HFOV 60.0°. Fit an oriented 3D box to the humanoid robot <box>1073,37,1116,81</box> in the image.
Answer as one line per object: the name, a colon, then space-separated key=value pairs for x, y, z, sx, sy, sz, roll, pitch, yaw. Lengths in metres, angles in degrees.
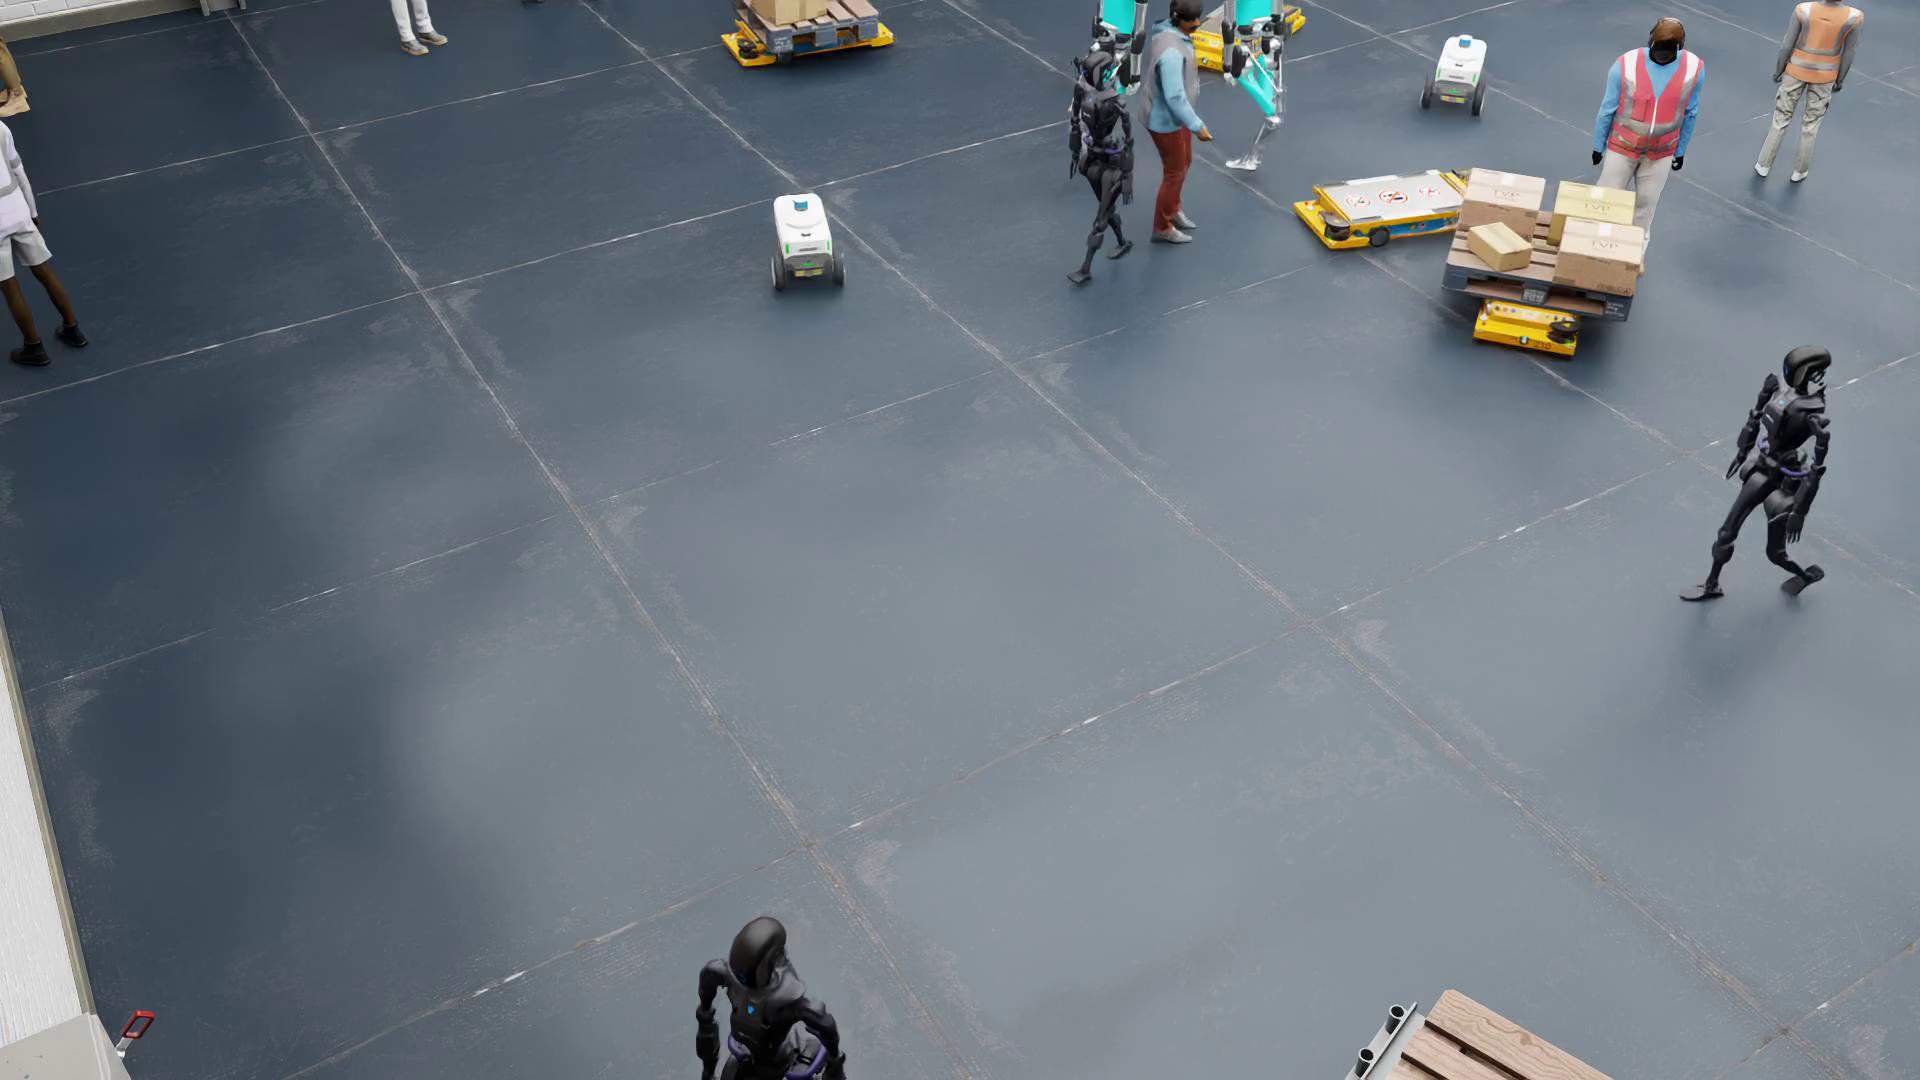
humanoid robot: x=1.236 y=-4.707 z=14.110 sx=0.586 sy=1.639 sz=0.595 roll=-12 pitch=40 yaw=-14

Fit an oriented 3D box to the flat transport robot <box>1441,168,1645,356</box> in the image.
flat transport robot: x=3.984 y=-1.755 z=11.506 sx=0.659 sy=0.231 sz=1.431 roll=13 pitch=40 yaw=16

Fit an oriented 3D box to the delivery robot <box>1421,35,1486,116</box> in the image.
delivery robot: x=4.219 y=-3.963 z=14.051 sx=0.499 sy=0.582 sz=0.773 roll=13 pitch=40 yaw=15

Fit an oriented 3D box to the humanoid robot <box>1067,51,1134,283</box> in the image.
humanoid robot: x=0.980 y=-2.603 z=11.477 sx=0.783 sy=1.614 sz=0.609 roll=-29 pitch=47 yaw=-32

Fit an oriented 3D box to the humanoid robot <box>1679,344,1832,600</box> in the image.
humanoid robot: x=4.304 y=-0.337 z=8.621 sx=0.702 sy=1.629 sz=0.616 roll=-9 pitch=39 yaw=-11

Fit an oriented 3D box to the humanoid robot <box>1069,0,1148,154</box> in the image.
humanoid robot: x=1.036 y=-3.507 z=12.570 sx=0.664 sy=1.834 sz=0.554 roll=-25 pitch=45 yaw=-28

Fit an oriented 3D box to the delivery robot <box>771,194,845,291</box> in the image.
delivery robot: x=-1.106 y=-2.125 z=11.757 sx=0.499 sy=0.612 sz=0.815 roll=-7 pitch=39 yaw=-9

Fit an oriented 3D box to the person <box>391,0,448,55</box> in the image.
person: x=-4.898 y=-5.237 z=14.607 sx=0.390 sy=1.881 sz=0.578 roll=21 pitch=43 yaw=24

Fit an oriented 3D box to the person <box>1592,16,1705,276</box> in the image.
person: x=4.678 y=-2.708 z=11.454 sx=0.634 sy=1.831 sz=0.430 roll=8 pitch=39 yaw=9

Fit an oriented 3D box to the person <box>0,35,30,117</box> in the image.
person: x=-8.061 y=-4.382 z=13.620 sx=0.366 sy=1.762 sz=0.522 roll=-18 pitch=42 yaw=-21

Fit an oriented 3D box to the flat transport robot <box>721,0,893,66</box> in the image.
flat transport robot: x=-1.387 y=-4.590 z=15.084 sx=1.431 sy=0.231 sz=0.659 roll=-15 pitch=41 yaw=-18

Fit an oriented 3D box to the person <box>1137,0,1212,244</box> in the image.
person: x=1.548 y=-2.959 z=11.751 sx=0.567 sy=1.852 sz=0.574 roll=11 pitch=40 yaw=14

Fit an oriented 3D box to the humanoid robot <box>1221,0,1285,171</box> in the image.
humanoid robot: x=2.311 y=-3.552 z=12.596 sx=0.530 sy=1.765 sz=0.841 roll=-15 pitch=41 yaw=-18

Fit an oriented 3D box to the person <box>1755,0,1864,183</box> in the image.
person: x=6.445 y=-3.513 z=12.620 sx=0.512 sy=1.638 sz=0.311 roll=17 pitch=42 yaw=21

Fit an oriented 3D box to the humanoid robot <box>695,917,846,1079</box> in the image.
humanoid robot: x=-0.635 y=1.862 z=5.850 sx=0.608 sy=1.640 sz=0.770 roll=15 pitch=41 yaw=18

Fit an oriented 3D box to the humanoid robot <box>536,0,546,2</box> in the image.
humanoid robot: x=-3.980 y=-5.896 z=15.621 sx=0.529 sy=1.633 sz=0.583 roll=-3 pitch=38 yaw=-3

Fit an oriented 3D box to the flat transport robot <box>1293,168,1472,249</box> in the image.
flat transport robot: x=3.288 y=-2.474 z=12.414 sx=1.431 sy=0.231 sz=0.659 roll=-9 pitch=39 yaw=-12

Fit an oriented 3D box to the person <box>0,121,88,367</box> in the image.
person: x=-6.103 y=-2.023 z=10.521 sx=0.417 sy=1.925 sz=0.555 roll=21 pitch=43 yaw=24

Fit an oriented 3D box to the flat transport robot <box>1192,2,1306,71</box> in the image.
flat transport robot: x=2.551 y=-4.615 z=15.114 sx=0.659 sy=0.231 sz=1.431 roll=22 pitch=44 yaw=26
